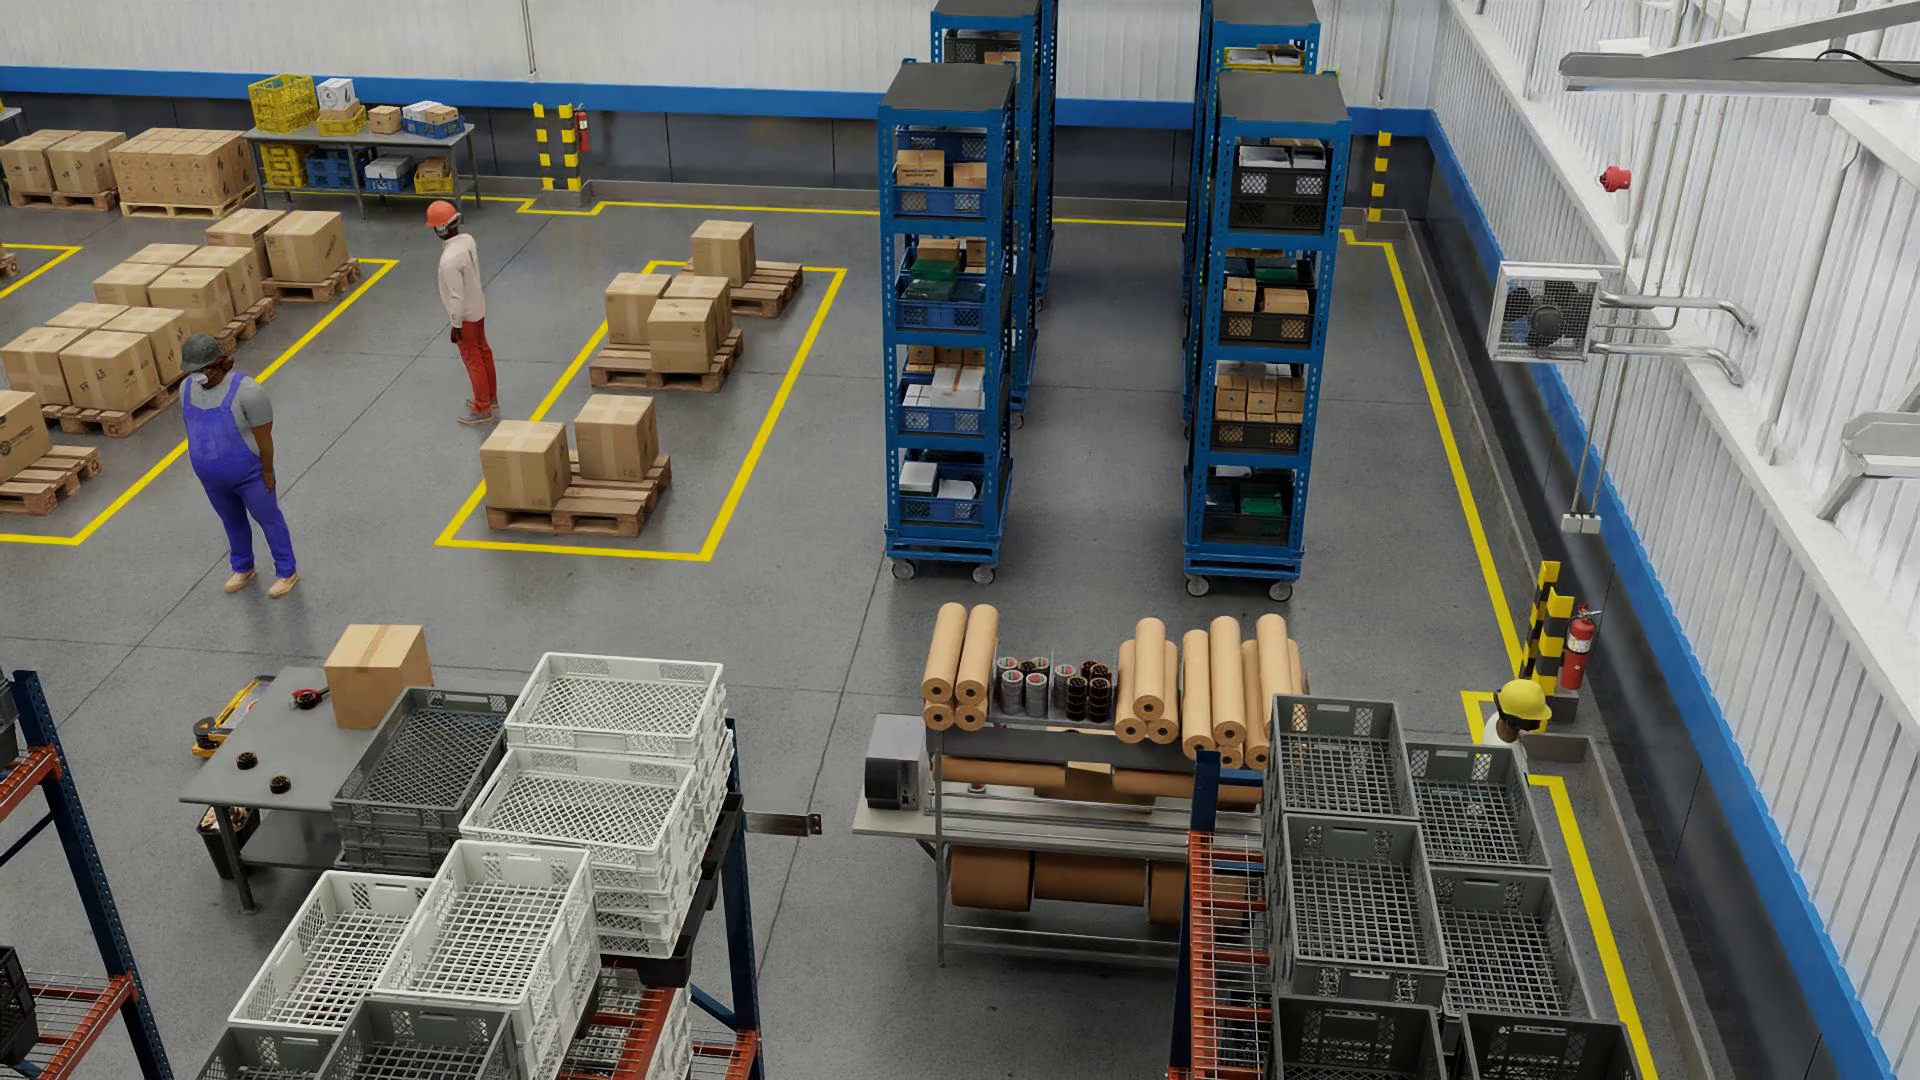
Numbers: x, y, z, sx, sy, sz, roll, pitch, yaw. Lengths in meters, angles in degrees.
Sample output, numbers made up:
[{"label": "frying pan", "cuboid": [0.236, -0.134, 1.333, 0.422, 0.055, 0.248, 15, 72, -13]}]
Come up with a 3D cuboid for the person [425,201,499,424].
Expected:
[{"label": "person", "cuboid": [-4.286, -1.958, 14.333, 0.396, 1.984, 0.609, 1, 30, 2]}]

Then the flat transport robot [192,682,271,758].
[{"label": "flat transport robot", "cuboid": [-4.089, 1.163, 10.648, 1.431, 0.197, 0.652, 3, 30, 6]}]

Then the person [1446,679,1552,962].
[{"label": "person", "cuboid": [2.789, 1.459, 8.678, 0.327, 1.767, 0.529, 6, 31, 11]}]

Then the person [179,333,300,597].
[{"label": "person", "cuboid": [-5.190, -0.528, 11.821, 0.677, 2.000, 0.536, 7, 31, 11]}]
